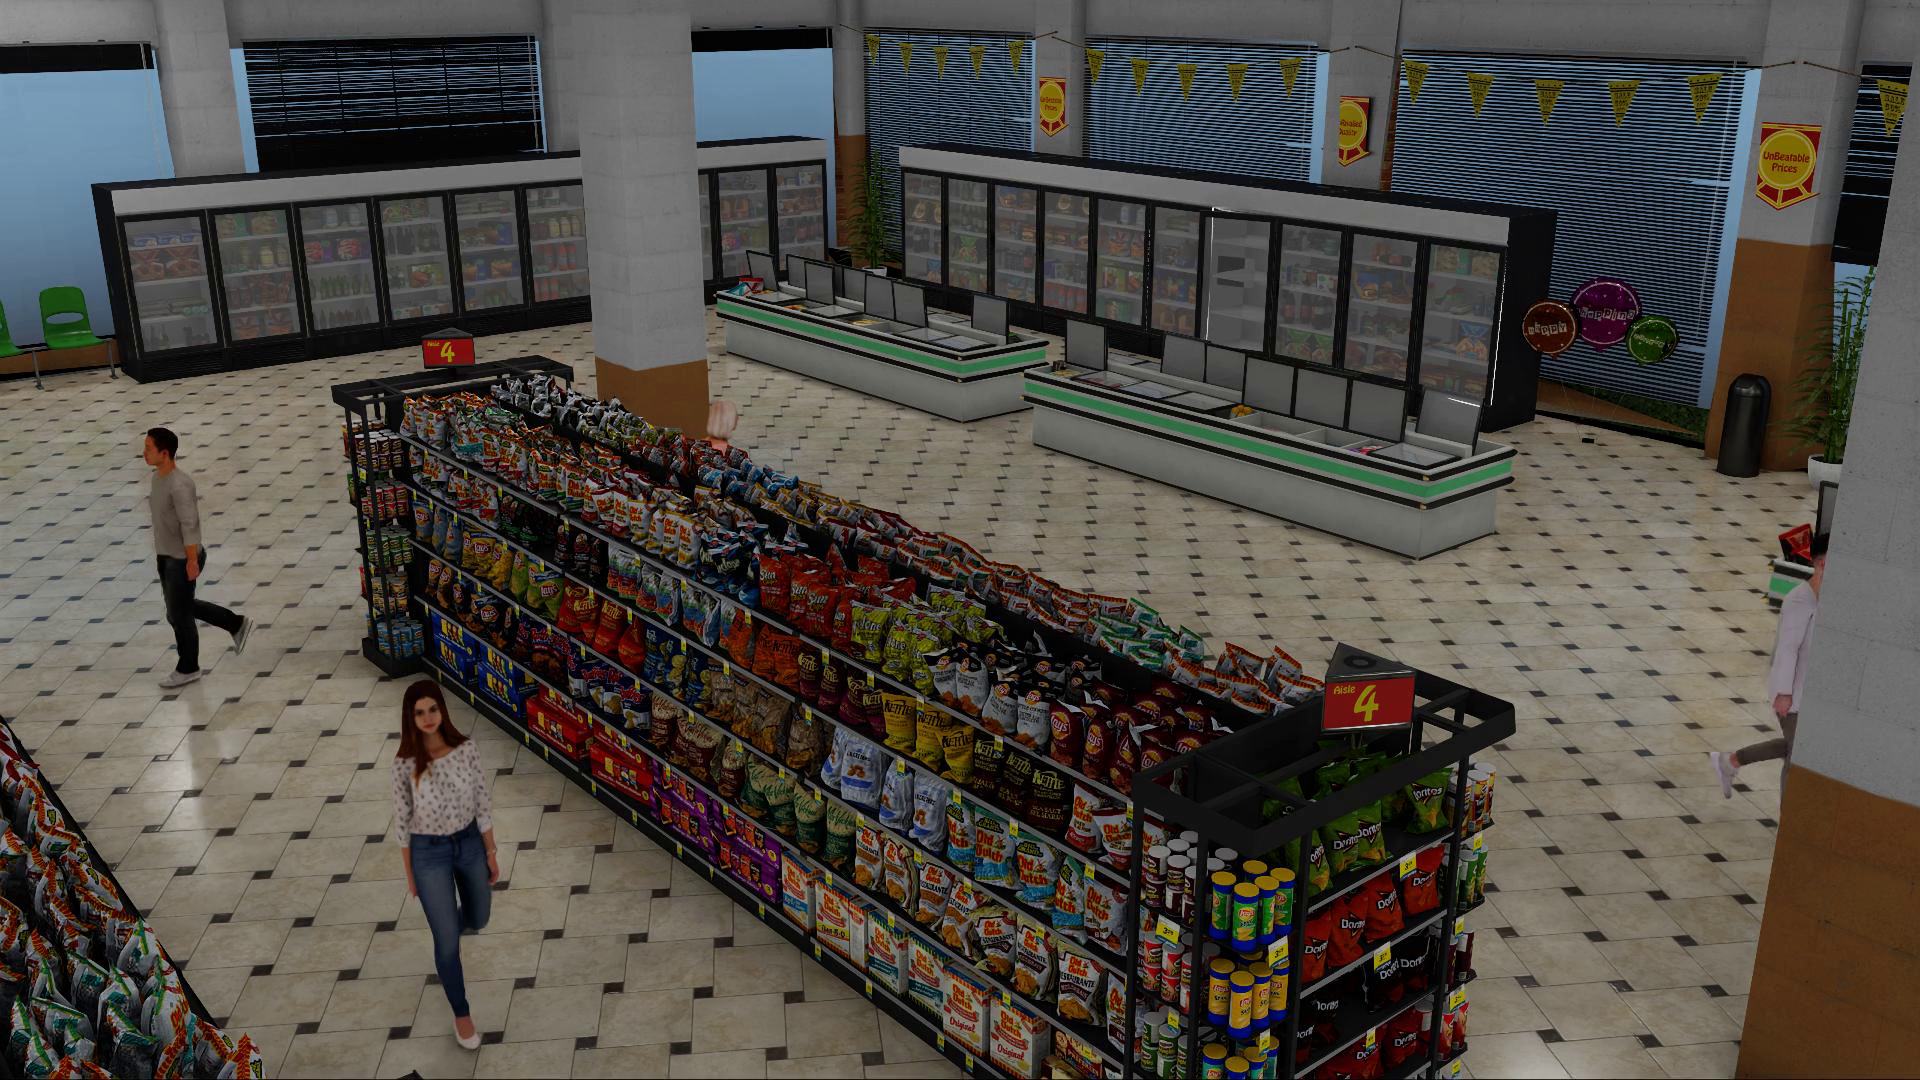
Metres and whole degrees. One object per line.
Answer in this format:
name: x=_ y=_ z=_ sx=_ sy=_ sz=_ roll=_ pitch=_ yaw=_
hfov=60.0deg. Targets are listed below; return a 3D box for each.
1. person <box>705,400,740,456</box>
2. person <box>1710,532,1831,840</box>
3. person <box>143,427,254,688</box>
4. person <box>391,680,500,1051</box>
person: x=-1.774 y=-0.202 z=12.383 sx=0.671 sy=1.722 sz=0.487 roll=-12 pitch=22 yaw=-32
person: x=4.607 y=0.801 z=9.260 sx=0.680 sy=1.817 sz=1.001 roll=-14 pitch=23 yaw=-36
person: x=-5.254 y=0.093 z=11.394 sx=0.744 sy=1.795 sz=0.882 roll=-18 pitch=25 yaw=-42
person: x=-2.351 y=1.414 z=7.607 sx=0.662 sy=1.712 sz=1.019 roll=-11 pitch=21 yaw=-29
